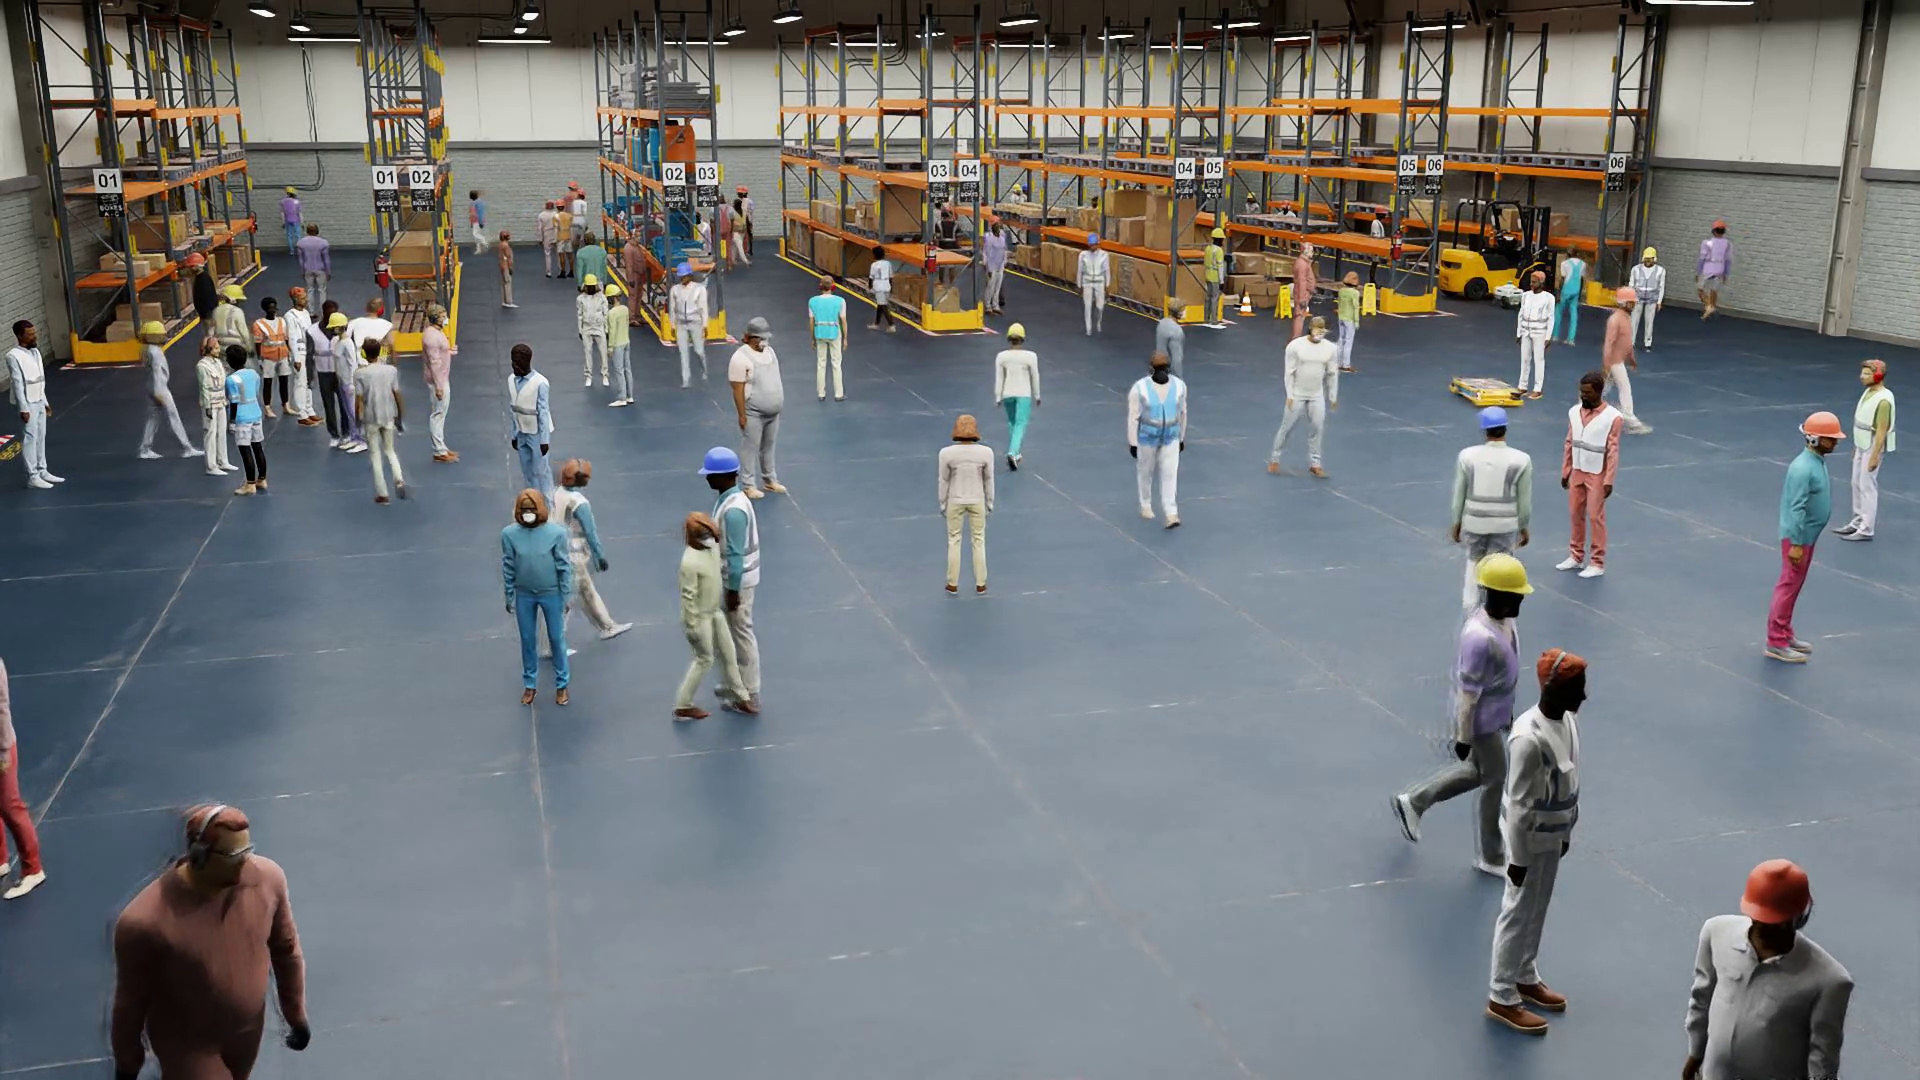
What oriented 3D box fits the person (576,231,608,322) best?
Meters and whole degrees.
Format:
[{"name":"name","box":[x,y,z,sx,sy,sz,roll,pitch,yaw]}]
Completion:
[{"name":"person","box":[-6.940,-4.856,31.417,0.626,1.933,0.372,-12,19,-38]}]

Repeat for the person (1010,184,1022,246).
[{"name":"person","box":[1.707,-9.853,50.411,0.403,1.834,0.588,3,15,12]}]

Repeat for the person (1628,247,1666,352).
[{"name":"person","box":[12.030,-4.218,29.206,0.591,1.833,0.403,6,16,21]}]

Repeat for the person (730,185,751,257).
[{"name":"person","box":[-6.137,-8.936,46.654,0.621,1.990,0.391,-10,18,-34]}]

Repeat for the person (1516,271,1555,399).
[{"name":"person","box":[8.507,-3.037,24.665,0.339,1.882,0.584,-10,18,-33]}]

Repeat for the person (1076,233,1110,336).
[{"name":"person","box":[2.483,-4.768,31.088,0.638,1.927,0.441,2,15,6]}]

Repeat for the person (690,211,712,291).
[{"name":"person","box":[-6.049,-6.660,38.381,0.633,1.842,0.429,0,15,-2]}]

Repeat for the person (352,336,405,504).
[{"name":"person","box":[-6.348,-1.293,18.163,0.534,1.855,0.442,-13,20,-40]}]

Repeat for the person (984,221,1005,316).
[{"name":"person","box":[0.724,-5.558,34.074,0.384,1.931,0.630,9,18,31]}]

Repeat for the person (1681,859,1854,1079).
[{"name":"person","box":[2.912,1.968,6.112,0.360,1.742,0.561,-10,18,-34]}]

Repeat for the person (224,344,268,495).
[{"name":"person","box":[-8.037,-1.353,18.684,0.318,1.699,0.534,2,15,8]}]

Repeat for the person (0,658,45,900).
[{"name":"person","box":[-5.443,1.139,9.197,0.534,1.758,0.349,6,16,22]}]

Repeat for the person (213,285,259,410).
[{"name":"person","box":[-10.337,-2.735,23.709,0.615,1.789,0.626,9,17,31]}]

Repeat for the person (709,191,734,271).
[{"name":"person","box":[-6.182,-7.956,42.876,0.689,2.000,0.538,-10,18,-33]}]

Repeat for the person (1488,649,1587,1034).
[{"name":"person","box":[2.762,1.415,7.931,0.355,1.879,0.566,12,19,39]}]

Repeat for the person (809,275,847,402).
[{"name":"person","box":[-1.929,-2.945,24.384,0.565,1.850,0.390,2,15,8]}]

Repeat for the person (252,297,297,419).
[{"name":"person","box":[-9.562,-2.540,23.167,0.319,1.690,0.530,12,19,38]}]

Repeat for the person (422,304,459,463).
[{"name":"person","box":[-6.370,-1.916,20.342,0.353,1.937,0.635,-4,15,-13]}]

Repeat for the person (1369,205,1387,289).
[{"name":"person","box":[9.769,-6.844,38.889,0.358,1.938,0.545,5,16,17]}]

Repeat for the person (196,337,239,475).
[{"name":"person","box":[-8.830,-1.584,19.692,0.312,1.633,0.516,0,15,1]}]

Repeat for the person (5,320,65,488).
[{"name":"person","box":[-10.626,-1.557,19.028,0.392,1.920,0.587,-1,15,-5]}]

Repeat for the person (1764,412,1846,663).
[{"name":"person","box":[6.684,-0.036,13.161,0.396,1.992,0.623,11,18,35]}]

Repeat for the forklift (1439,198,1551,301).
[{"name":"forklift","box":[11.913,-6.508,37.130,2.313,2.155,1.214,-4,15,-15]}]

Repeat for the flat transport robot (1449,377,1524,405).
[{"name":"flat transport robot","box":[7.792,-2.210,24.644,0.652,0.197,1.431,0,15,-1]}]

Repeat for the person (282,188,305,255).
[{"name":"person","box":[-18.949,-9.032,47.238,0.631,1.889,0.433,1,15,4]}]

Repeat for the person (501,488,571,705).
[{"name":"person","box":[-3.090,0.412,12.182,0.500,1.627,0.278,0,15,1]}]

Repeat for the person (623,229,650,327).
[{"name":"person","box":[-6.322,-5.125,32.506,0.403,1.900,0.642,2,15,8]}]

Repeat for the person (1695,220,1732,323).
[{"name":"person","box":[14.918,-5.312,32.943,0.646,2.030,0.456,0,15,-1]}]

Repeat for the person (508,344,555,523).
[{"name":"person","box":[-4.462,-1.103,17.351,0.586,1.910,0.396,12,19,37]}]

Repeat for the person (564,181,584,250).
[{"name":"person","box":[-11.332,-9.523,48.859,0.608,1.996,0.381,8,17,29]}]

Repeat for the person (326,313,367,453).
[{"name":"person","box":[-7.724,-1.975,20.900,0.330,1.765,0.533,-10,18,-34]}]

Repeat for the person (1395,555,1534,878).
[{"name":"person","box":[2.932,0.979,9.511,0.769,1.907,0.590,8,17,28]}]

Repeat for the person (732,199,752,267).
[{"name":"person","box":[-5.868,-8.168,44.191,1.005,1.786,0.620,12,19,38]}]

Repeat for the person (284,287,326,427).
[{"name":"person","box":[-8.926,-2.492,22.620,0.356,1.883,0.574,0,15,0]}]

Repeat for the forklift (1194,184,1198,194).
[{"name":"forklift","box":[7.392,-11.333,53.972,1.873,2.768,1.129,-4,15,-15]}]

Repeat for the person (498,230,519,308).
[{"name":"person","box":[-9.659,-5.776,35.441,0.306,1.640,0.522,-9,18,-31]}]
